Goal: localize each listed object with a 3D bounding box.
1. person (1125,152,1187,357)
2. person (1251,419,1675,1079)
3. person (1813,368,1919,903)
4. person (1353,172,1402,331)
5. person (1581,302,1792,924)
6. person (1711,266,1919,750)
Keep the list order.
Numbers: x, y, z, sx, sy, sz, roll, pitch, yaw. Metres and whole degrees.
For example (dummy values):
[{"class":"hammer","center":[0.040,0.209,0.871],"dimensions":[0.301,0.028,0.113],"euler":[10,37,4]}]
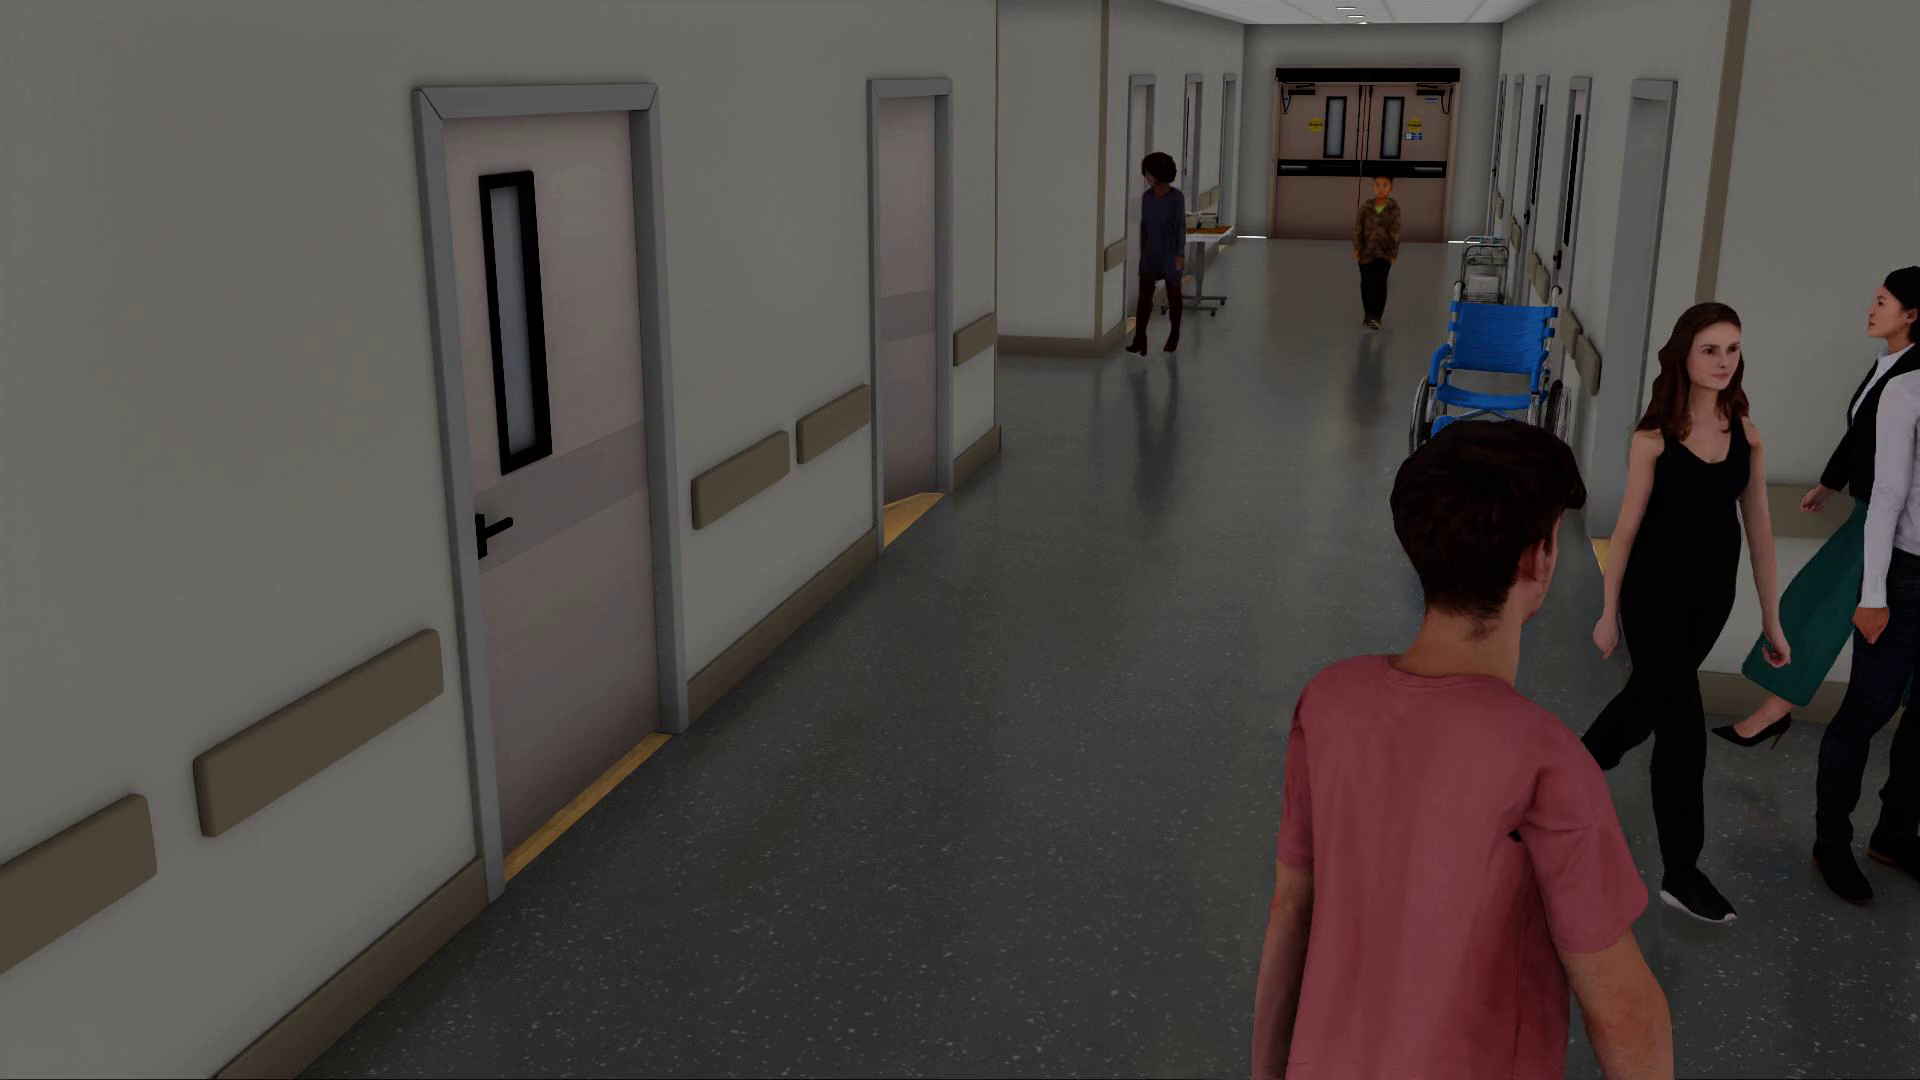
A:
[{"class":"person","center":[1.751,-2.370,13.963],"dimensions":[0.840,1.668,1.122],"euler":[10,18,31]},{"class":"person","center":[0.485,0.856,2.100],"dimensions":[1.228,1.896,1.236],"euler":[-7,17,-23]},{"class":"person","center":[2.794,0.108,4.804],"dimensions":[0.706,1.869,0.707],"euler":[-3,16,-10]},{"class":"person","center":[3.869,-2.673,15.494],"dimensions":[0.622,1.420,0.985],"euler":[6,17,19]},{"class":"person","center":[2.048,0.165,4.901],"dimensions":[0.974,1.705,1.200],"euler":[-4,16,-15]},{"class":"person","center":[3.212,-0.022,5.597],"dimensions":[0.665,1.688,1.004],"euler":[4,16,15]}]
